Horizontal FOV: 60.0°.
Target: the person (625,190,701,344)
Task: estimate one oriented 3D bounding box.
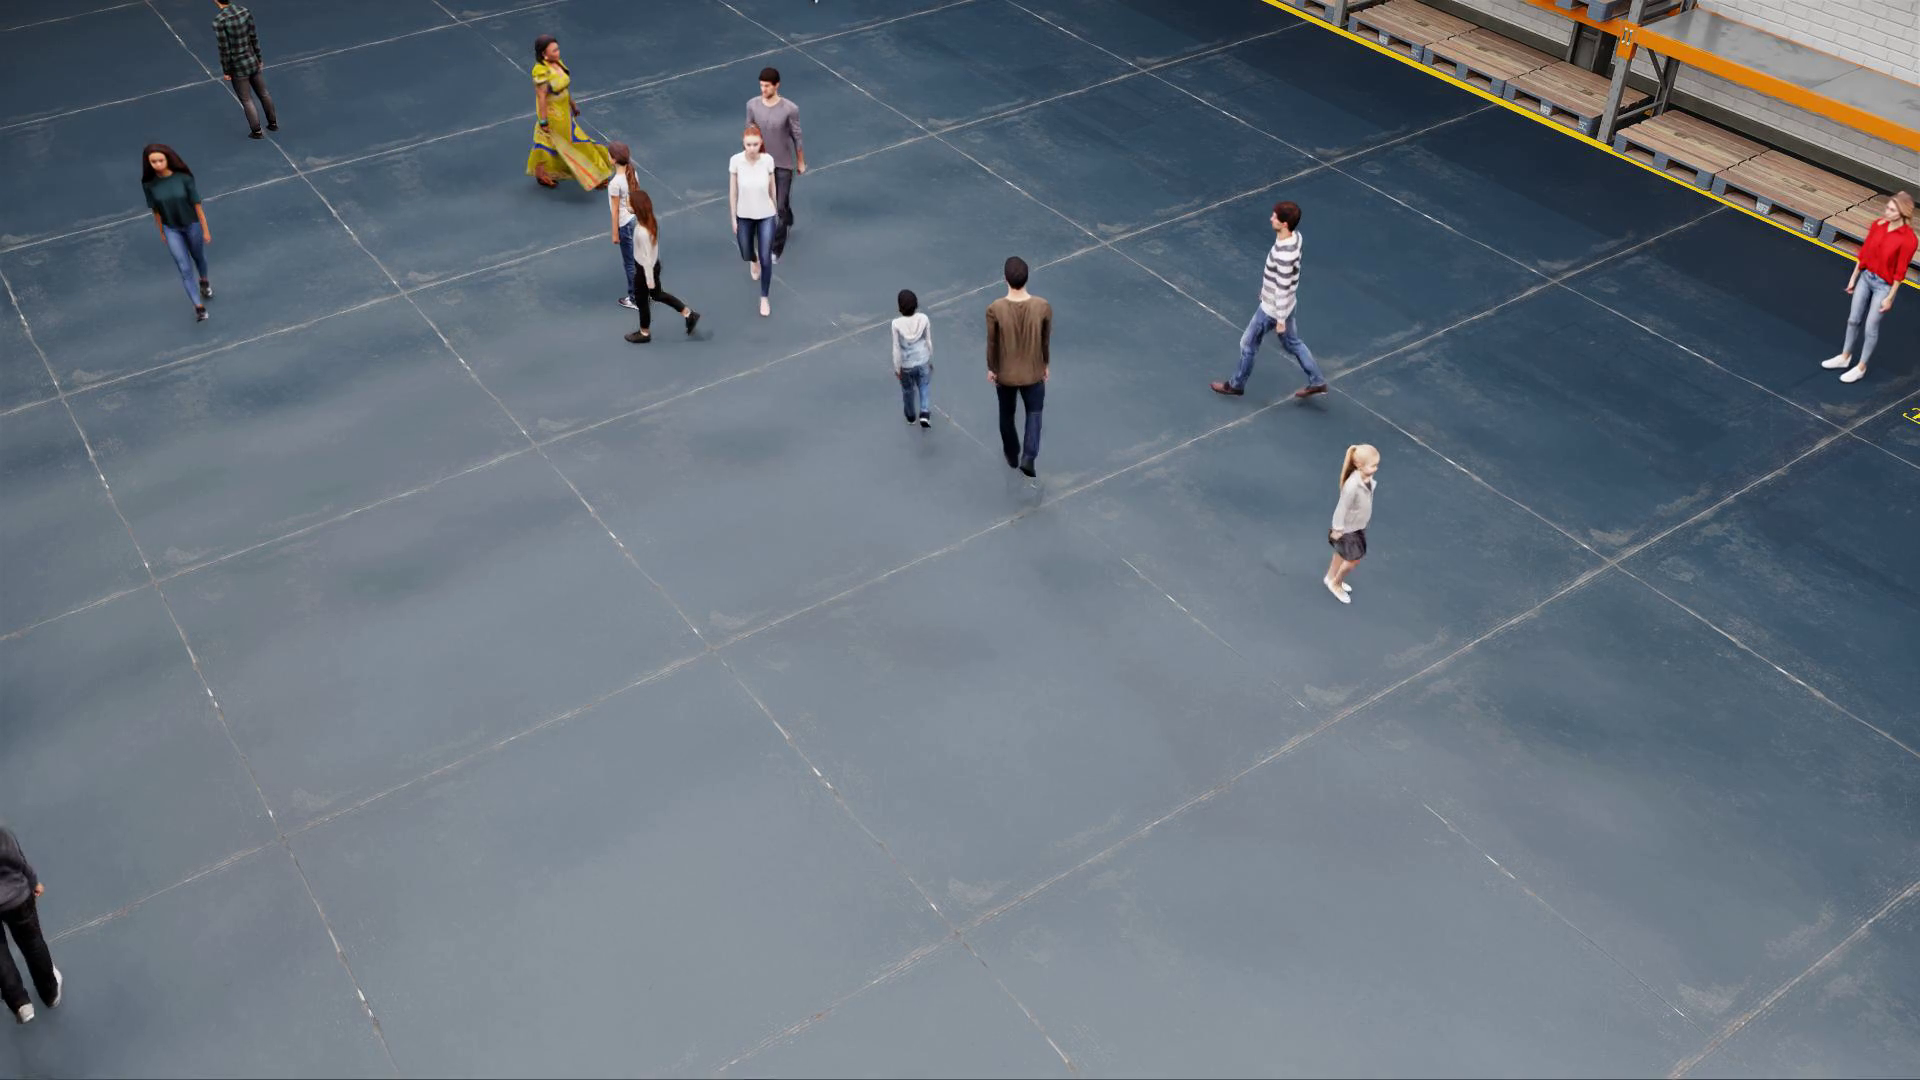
[{"bbox_3d":[-2.624,-2.352,14.365,0.911,1.468,0.926,-1,39,-1],"label":"person"}]

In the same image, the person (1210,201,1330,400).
[{"bbox_3d":[2.681,-1.886,13.510,1.285,1.808,1.102,13,40,16],"label":"person"}]

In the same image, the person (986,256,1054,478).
[{"bbox_3d":[0.461,-1.260,12.674,0.919,1.873,1.030,-1,39,-1],"label":"person"}]

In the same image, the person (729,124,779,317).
[{"bbox_3d":[-1.830,-2.908,14.856,0.866,1.725,1.043,-4,39,-5],"label":"person"}]

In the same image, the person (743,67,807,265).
[{"bbox_3d":[-1.711,-3.570,15.626,1.220,1.798,1.178,13,40,15],"label":"person"}]

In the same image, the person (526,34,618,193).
[{"bbox_3d":[-4.121,-4.230,16.605,1.315,1.608,1.296,4,39,6],"label":"person"}]

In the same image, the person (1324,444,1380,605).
[{"bbox_3d":[2.713,-0.156,11.778,0.628,1.267,0.589,27,46,29],"label":"person"}]

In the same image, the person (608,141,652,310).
[{"bbox_3d":[-2.955,-2.836,14.896,0.652,1.562,0.616,16,41,19],"label":"person"}]

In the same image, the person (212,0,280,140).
[{"bbox_3d":[-7.641,-5.084,17.675,0.686,1.714,0.750,20,43,23],"label":"person"}]

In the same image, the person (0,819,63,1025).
[{"bbox_3d":[-5.076,1.947,8.753,0.655,1.754,0.746,-19,43,-23],"label":"person"}]

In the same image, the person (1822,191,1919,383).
[{"bbox_3d":[7.661,-2.120,13.889,0.726,1.700,0.546,-15,41,-18],"label":"person"}]

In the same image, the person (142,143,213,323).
[{"bbox_3d":[-6.933,-2.809,14.856,0.774,1.571,1.131,-14,41,-16],"label":"person"}]

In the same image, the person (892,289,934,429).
[{"bbox_3d":[-0.365,-1.423,13.376,0.620,1.252,0.744,-7,39,-9],"label":"person"}]
